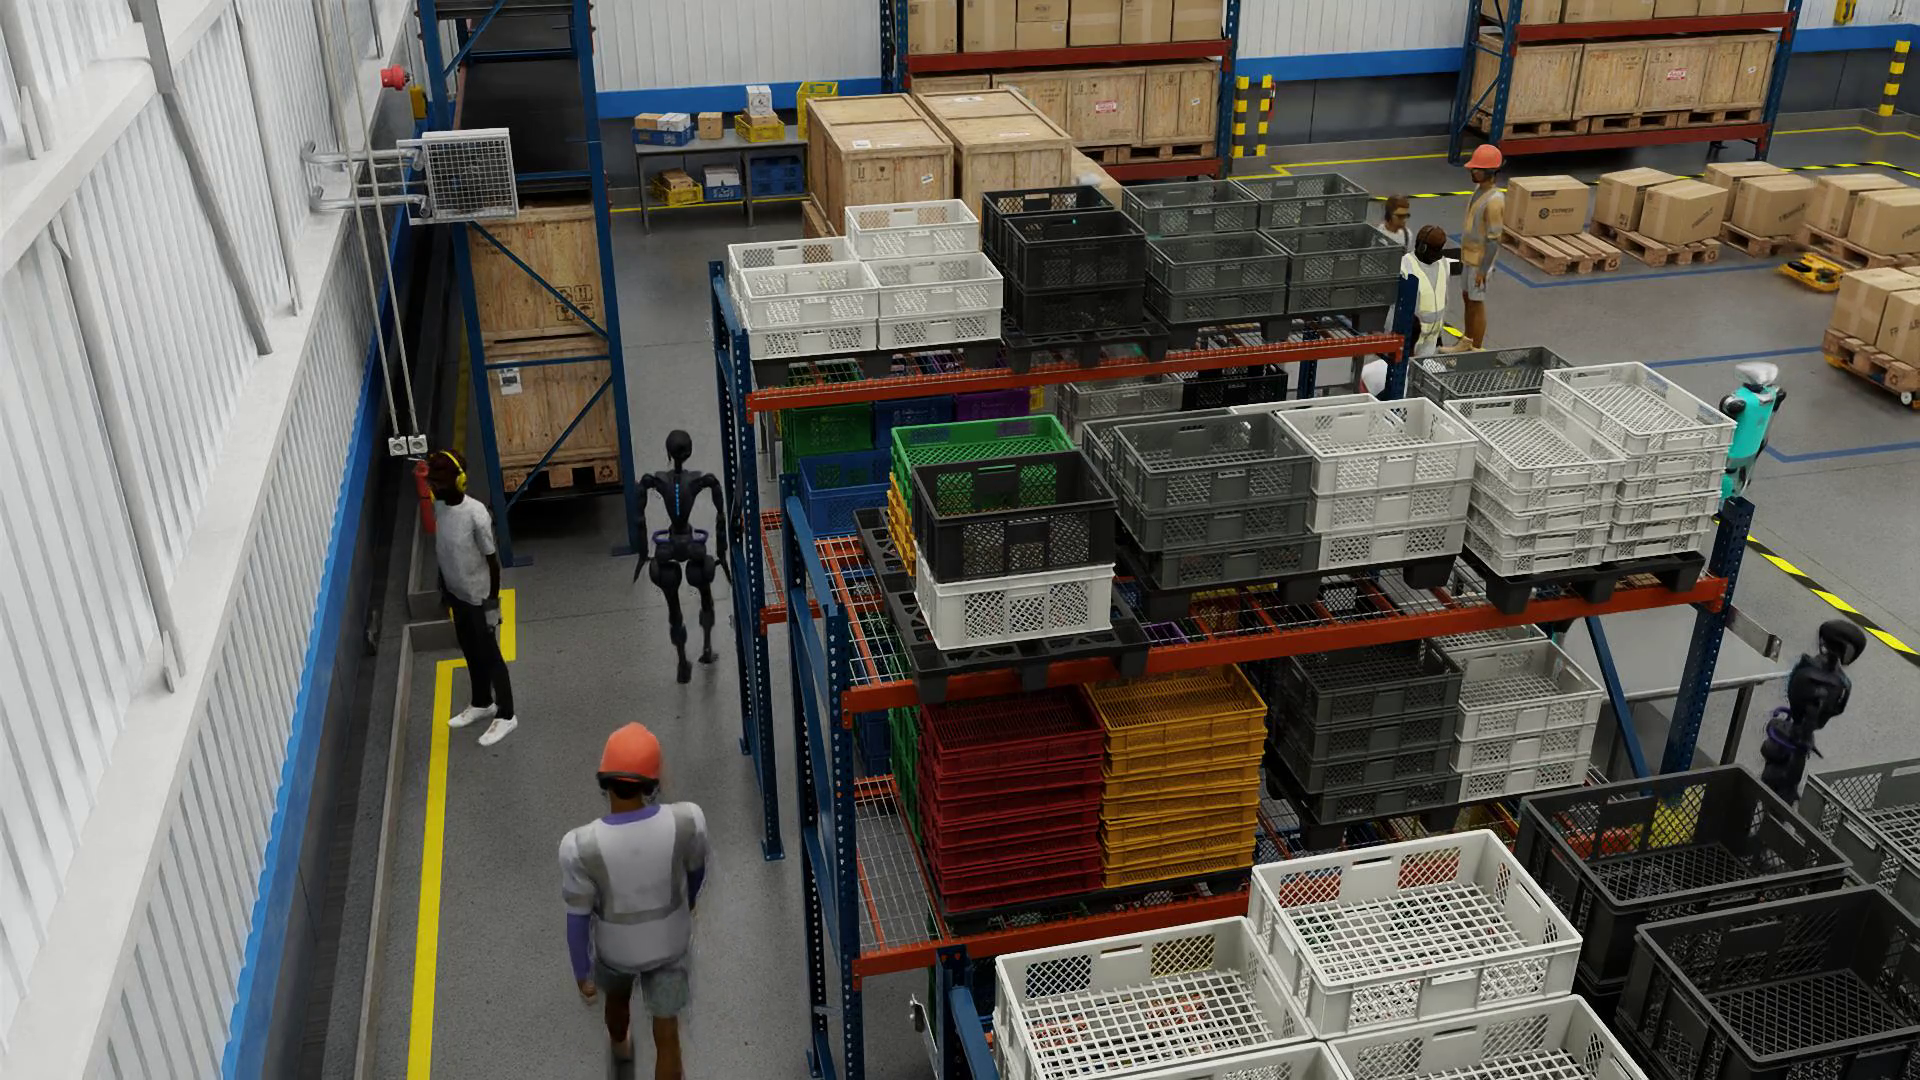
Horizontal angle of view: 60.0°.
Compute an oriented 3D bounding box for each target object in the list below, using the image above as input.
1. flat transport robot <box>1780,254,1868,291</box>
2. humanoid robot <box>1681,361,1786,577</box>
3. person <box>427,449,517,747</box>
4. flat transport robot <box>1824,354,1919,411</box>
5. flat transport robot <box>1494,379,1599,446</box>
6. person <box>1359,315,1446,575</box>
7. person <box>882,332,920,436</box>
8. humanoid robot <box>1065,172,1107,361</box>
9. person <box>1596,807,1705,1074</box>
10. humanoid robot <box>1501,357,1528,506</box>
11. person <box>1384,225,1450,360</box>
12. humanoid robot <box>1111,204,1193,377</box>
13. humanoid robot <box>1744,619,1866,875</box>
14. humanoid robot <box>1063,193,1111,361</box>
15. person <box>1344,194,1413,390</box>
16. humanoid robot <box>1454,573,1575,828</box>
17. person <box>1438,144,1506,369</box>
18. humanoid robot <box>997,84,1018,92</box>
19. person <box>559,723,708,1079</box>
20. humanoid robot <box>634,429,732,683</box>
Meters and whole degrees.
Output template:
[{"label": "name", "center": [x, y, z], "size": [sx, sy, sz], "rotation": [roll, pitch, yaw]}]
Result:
[{"label": "flat transport robot", "center": [9.461, -2.863, 17.449], "size": [1.431, 0.197, 0.652], "rotation": [-6, 28, -12]}, {"label": "humanoid robot", "center": [5.015, -0.483, 11.244], "size": [0.533, 1.677, 0.735], "rotation": [-15, 31, -26]}, {"label": "person", "center": [-2.880, 0.330, 9.706], "size": [0.539, 1.866, 0.335], "rotation": [21, 34, 34]}, {"label": "flat transport robot", "center": [8.474, -1.465, 14.797], "size": [0.652, 0.197, 1.431], "rotation": [-6, 28, -12]}, {"label": "flat transport robot", "center": [4.780, -1.036, 14.013], "size": [0.659, 0.231, 1.431], "rotation": [-6, 28, -12]}, {"label": "person", "center": [3.001, -0.642, 11.508], "size": [0.587, 1.911, 0.398], "rotation": [2, 28, 4]}, {"label": "person", "center": [-0.445, -0.877, 12.112], "size": [0.323, 1.760, 0.522], "rotation": [8, 29, 15]}, {"label": "humanoid robot", "center": [0.963, -2.424, 15.033], "size": [0.675, 1.766, 0.542], "rotation": [-4, 28, -8]}, {"label": "person", "center": [2.824, 1.850, 6.967], "size": [0.499, 1.718, 0.370], "rotation": [17, 32, 29]}, {"label": "humanoid robot", "center": [3.844, -0.444, 11.372], "size": [0.485, 1.640, 0.589], "rotation": [24, 36, 37]}, {"label": "person", "center": [3.707, -1.674, 13.550], "size": [0.628, 1.835, 0.429], "rotation": [-15, 31, -26]}, {"label": "humanoid robot", "center": [1.617, -2.035, 14.338], "size": [0.888, 1.768, 0.549], "rotation": [-4, 28, -8]}, {"label": "humanoid robot", "center": [4.209, 1.100, 8.473], "size": [0.388, 1.675, 0.615], "rotation": [15, 31, 26]}, {"label": "humanoid robot", "center": [1.217, -2.174, 14.693], "size": [0.759, 1.872, 0.546], "rotation": [-13, 31, -24]}, {"label": "person", "center": [3.630, -2.103, 14.369], "size": [0.546, 1.825, 0.651], "rotation": [-11, 30, -19]}, {"label": "humanoid robot", "center": [2.905, 1.024, 8.539], "size": [0.577, 1.733, 1.051], "rotation": [-8, 29, -14]}, {"label": "person", "center": [4.623, -2.536, 14.957], "size": [0.391, 2.041, 0.610], "rotation": [1, 28, 2]}, {"label": "humanoid robot", "center": [0.659, -4.127, 18.275], "size": [0.995, 1.737, 0.554], "rotation": [-7, 29, -13]}, {"label": "person", "center": [-1.374, 1.621, 7.126], "size": [0.611, 1.989, 1.004], "rotation": [-8, 29, -14]}, {"label": "humanoid robot", "center": [-1.736, 0.105, 10.347], "size": [0.609, 1.642, 0.372], "rotation": [-3, 28, -6]}]
